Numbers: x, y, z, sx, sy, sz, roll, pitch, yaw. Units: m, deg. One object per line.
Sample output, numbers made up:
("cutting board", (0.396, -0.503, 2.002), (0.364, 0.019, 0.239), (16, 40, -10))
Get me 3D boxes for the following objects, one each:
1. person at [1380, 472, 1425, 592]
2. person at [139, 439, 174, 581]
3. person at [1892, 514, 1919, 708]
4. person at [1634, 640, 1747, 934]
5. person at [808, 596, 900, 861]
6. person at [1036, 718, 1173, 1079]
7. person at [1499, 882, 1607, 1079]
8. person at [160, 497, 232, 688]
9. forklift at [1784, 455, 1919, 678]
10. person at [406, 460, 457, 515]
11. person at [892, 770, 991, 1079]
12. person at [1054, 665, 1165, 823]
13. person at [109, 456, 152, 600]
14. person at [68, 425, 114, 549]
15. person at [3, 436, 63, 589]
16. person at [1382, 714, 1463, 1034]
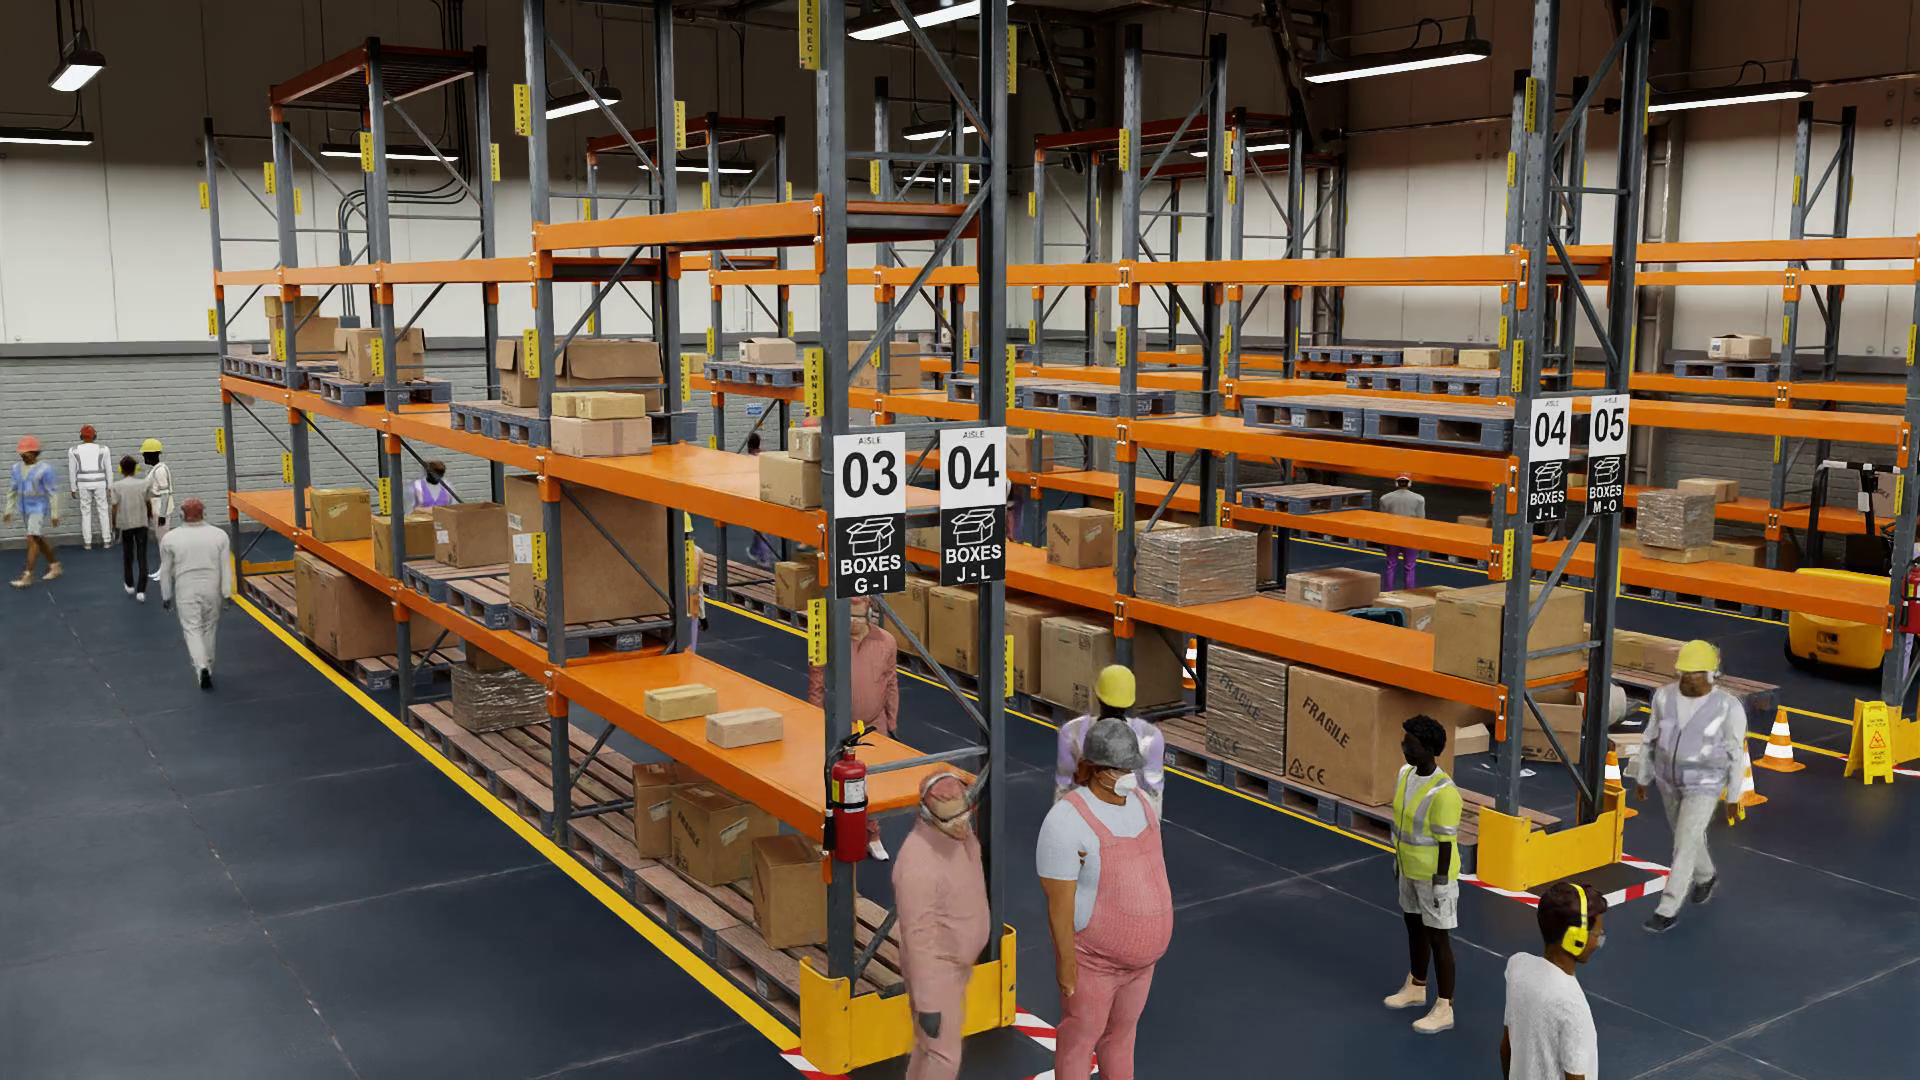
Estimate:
("person", (5.465, -0.031, 20.558), (0.564, 1.744, 0.354), (4, 9, 25))
("person", (-10.819, -0.407, 22.447), (0.378, 1.928, 0.585), (-6, 10, -33))
("person", (8.962, 0.667, 15.570), (0.508, 1.846, 0.342), (2, 9, 15))
("person", (4.553, 1.482, 10.342), (0.927, 1.797, 0.596), (-6, 11, -36))
("person", (-0.708, 1.276, 11.339), (0.644, 1.900, 0.400), (-3, 9, -19))
("person", (0.696, 1.789, 7.449), (0.538, 2.000, 0.683), (8, 12, 43))
("person", (2.100, 2.112, 5.892), (0.328, 1.865, 0.518), (-2, 9, -11))
("person", (-7.570, 0.515, 16.526), (0.641, 1.875, 0.893), (-5, 10, -32))
("forklift", (9.643, 0.253, 17.172), (2.313, 2.155, 1.214), (-6, 10, -33))
("person", (-6.575, -0.094, 20.750), (0.668, 1.814, 0.442), (-5, 10, -30))
("person", (-0.110, 1.887, 7.414), (0.530, 1.865, 0.785), (2, 9, 16))
("person", (0.814, 1.604, 9.138), (0.600, 1.899, 0.547), (0, 9, 2))
("person", (-10.533, -0.157, 21.172), (0.485, 1.812, 0.960), (-4, 10, -27))
("person", (-13.156, -0.801, 25.211), (0.585, 1.882, 0.337), (-4, 9, -25))
("person", (-12.335, -0.386, 22.120), (0.621, 2.016, 0.903), (3, 9, 19))
("person", (2.473, 1.754, 8.855), (0.322, 1.690, 0.532), (-2, 9, -14))
